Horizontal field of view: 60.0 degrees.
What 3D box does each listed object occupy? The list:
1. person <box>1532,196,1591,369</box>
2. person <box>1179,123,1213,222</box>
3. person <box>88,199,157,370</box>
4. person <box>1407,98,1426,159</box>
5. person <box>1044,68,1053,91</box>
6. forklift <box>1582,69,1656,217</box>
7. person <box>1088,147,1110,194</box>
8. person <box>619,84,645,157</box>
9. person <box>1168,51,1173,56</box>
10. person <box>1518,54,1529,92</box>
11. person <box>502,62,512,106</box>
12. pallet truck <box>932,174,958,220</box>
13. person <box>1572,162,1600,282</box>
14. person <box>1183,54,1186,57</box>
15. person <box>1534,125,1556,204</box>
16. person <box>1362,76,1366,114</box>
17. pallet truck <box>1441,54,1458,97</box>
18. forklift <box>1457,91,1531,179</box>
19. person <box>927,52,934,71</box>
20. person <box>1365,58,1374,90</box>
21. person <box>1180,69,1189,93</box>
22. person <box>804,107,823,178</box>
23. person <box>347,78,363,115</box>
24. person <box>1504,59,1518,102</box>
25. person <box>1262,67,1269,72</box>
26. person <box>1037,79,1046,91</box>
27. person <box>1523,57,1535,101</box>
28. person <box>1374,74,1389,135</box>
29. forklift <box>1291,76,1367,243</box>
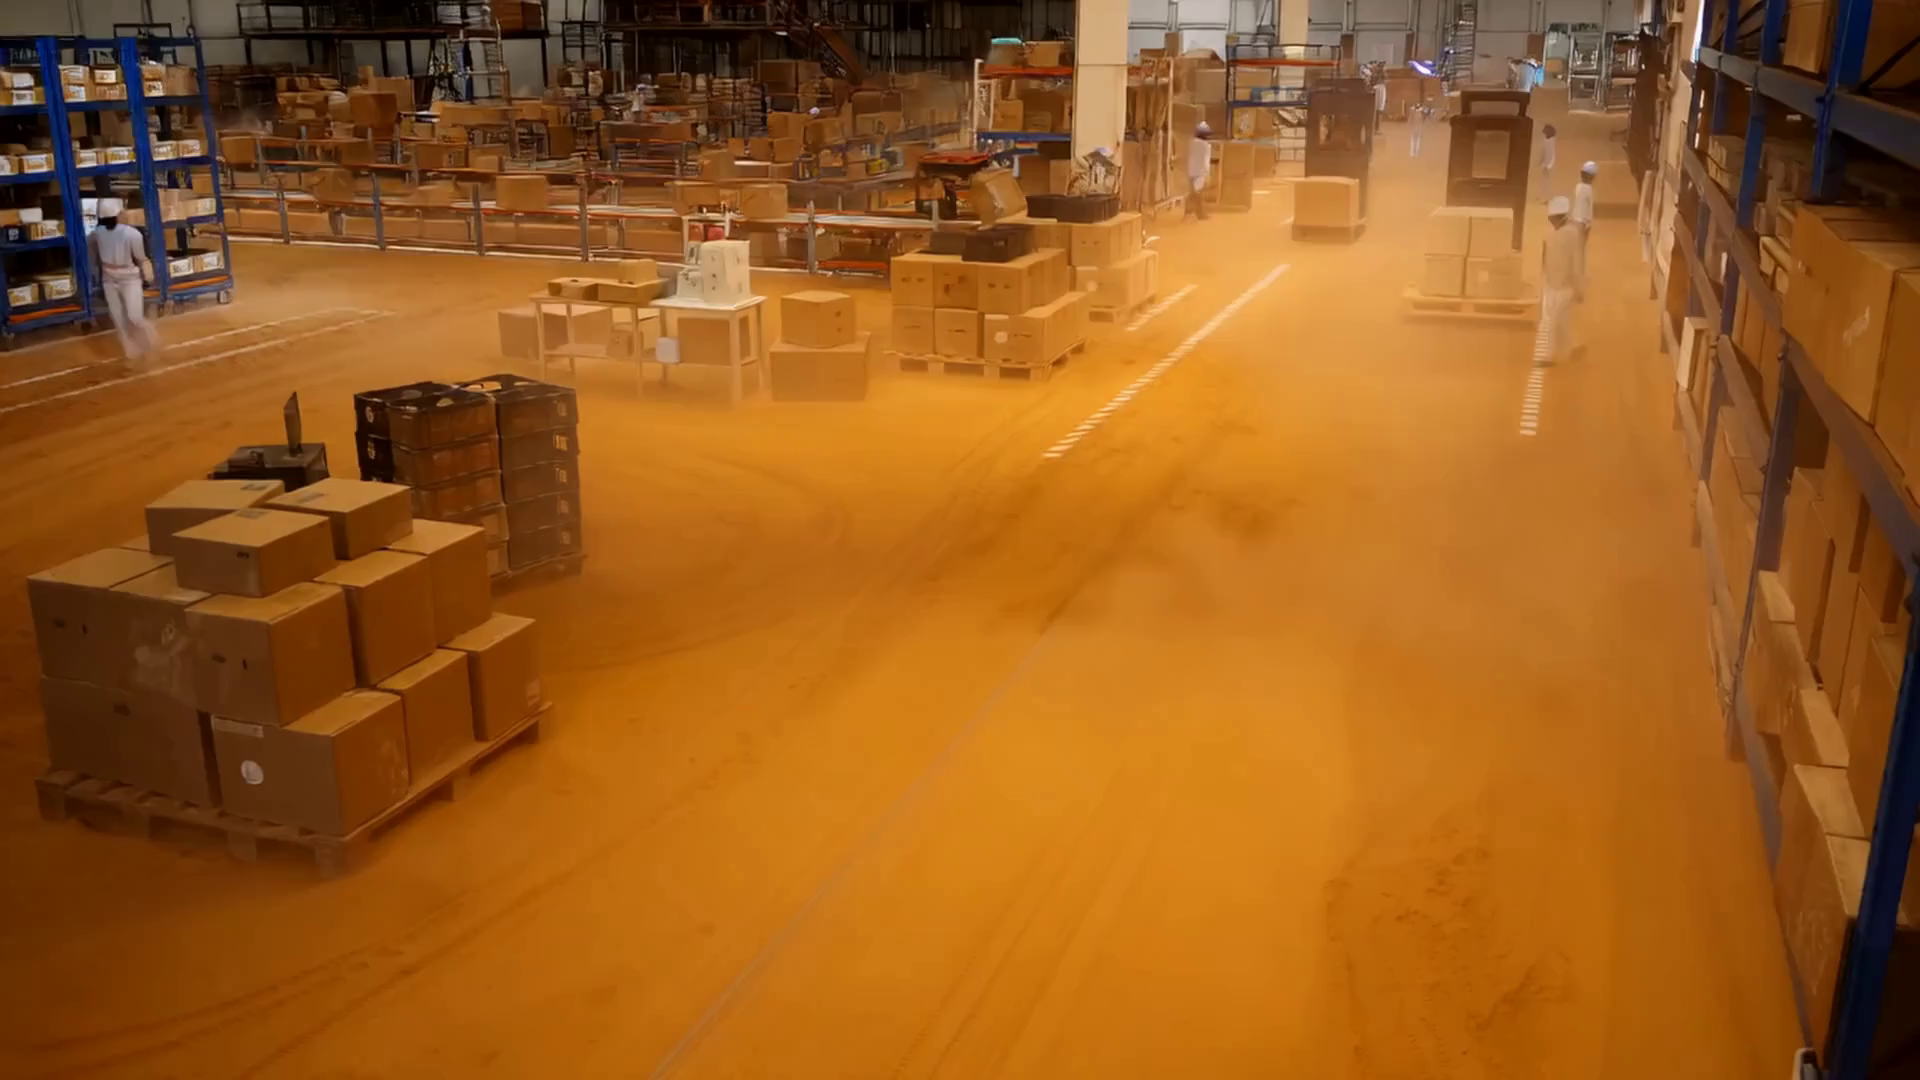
[{"bbox_3d":[6.900,-2.925,18.872,0.814,1.956,0.636,-5,18,-16],"label":"person"},{"bbox_3d":[4.547,-7.081,32.061,0.978,1.879,0.607,-14,23,-38],"label":"person"},{"bbox_3d":[-9.453,-2.892,18.788,0.639,1.922,0.549,0,18,-1],"label":"person"},{"bbox_3d":[12.579,-11.362,45.896,0.514,1.617,0.493,3,18,10],"label":"person"},{"bbox_3d":[3.346,-16.969,63.037,0.395,1.919,0.590,10,20,30],"label":"person"},{"bbox_3d":[13.219,-7.740,32.475,1.873,2.768,1.129,6,19,18],"label":"forklift"},{"bbox_3d":[2.377,-5.680,27.850,0.783,1.735,0.540,15,23,38],"label":"person"},{"bbox_3d":[-8.970,-11.388,45.368,0.624,1.991,0.996,9,20,27],"label":"person"},{"bbox_3d":[11.714,-26.218,92.303,0.627,1.804,0.937,-16,24,-41],"label":"person"},{"bbox_3d":[27.596,-22.810,81.422,0.619,1.886,0.937,-7,19,-20],"label":"person"},{"bbox_3d":[-19.425,-19.527,71.193,0.335,1.843,0.513,10,20,28],"label":"person"},{"bbox_3d":[-0.507,-5.292,27.348,0.653,1.274,1.630,6,19,19],"label":"pallet truck"},{"bbox_3d":[9.362,-4.774,24.969,0.312,1.768,0.524,0,18,0],"label":"person"},{"bbox_3d":[11.591,-24.009,85.374,0.992,1.793,0.617,8,19,24],"label":"person"},{"bbox_3d":[12.328,-7.890,34.972,0.283,1.631,0.503,1,18,2],"label":"person"},{"bbox_3d":[14.017,-15.351,58.226,0.401,1.746,0.521,8,19,23],"label":"person"},{"bbox_3d":[22.765,-21.886,78.355,0.823,1.965,1.885,-4,18,-14],"label":"pallet truck"},{"bbox_3d":[7.597,-5.029,23.957,1.129,2.768,1.873,6,19,18],"label":"forklift"},{"bbox_3d":[-1.616,-26.227,92.414,0.457,1.731,0.500,-14,23,-38],"label":"person"},{"bbox_3d":[18.736,-20.994,75.798,0.543,1.849,0.495,-14,22,-37],"label":"person"},{"bbox_3d":[8.338,-16.737,62.455,0.875,1.834,0.539,1,18,3],"label":"person"},{"bbox_3d":[-3.352,-8.922,37.907,0.403,1.823,0.586,6,19,20],"label":"person"},{"bbox_3d":[-18.941,-13.559,52.359,0.658,1.892,0.432,9,20,27],"label":"person"},{"bbox_3d":[24.580,-20.499,74.178,0.572,1.886,0.358,-2,18,-6],"label":"person"},{"bbox_3d":[11.155,-16.532,61.630,0.675,1.943,0.606,-3,18,-10],"label":"person"},{"bbox_3d":[2.929,-15.809,59.371,0.460,1.928,0.595,2,18,7],"label":"person"},{"bbox_3d":[25.596,-20.698,74.744,0.384,1.938,0.630,-8,19,-23],"label":"person"},{"bbox_3d":[13.833,-14.268,54.515,0.357,1.937,0.551,10,20,28],"label":"person"},{"bbox_3d":[6.598,-6.755,29.381,1.129,2.768,1.873,6,19,19],"label":"forklift"}]
